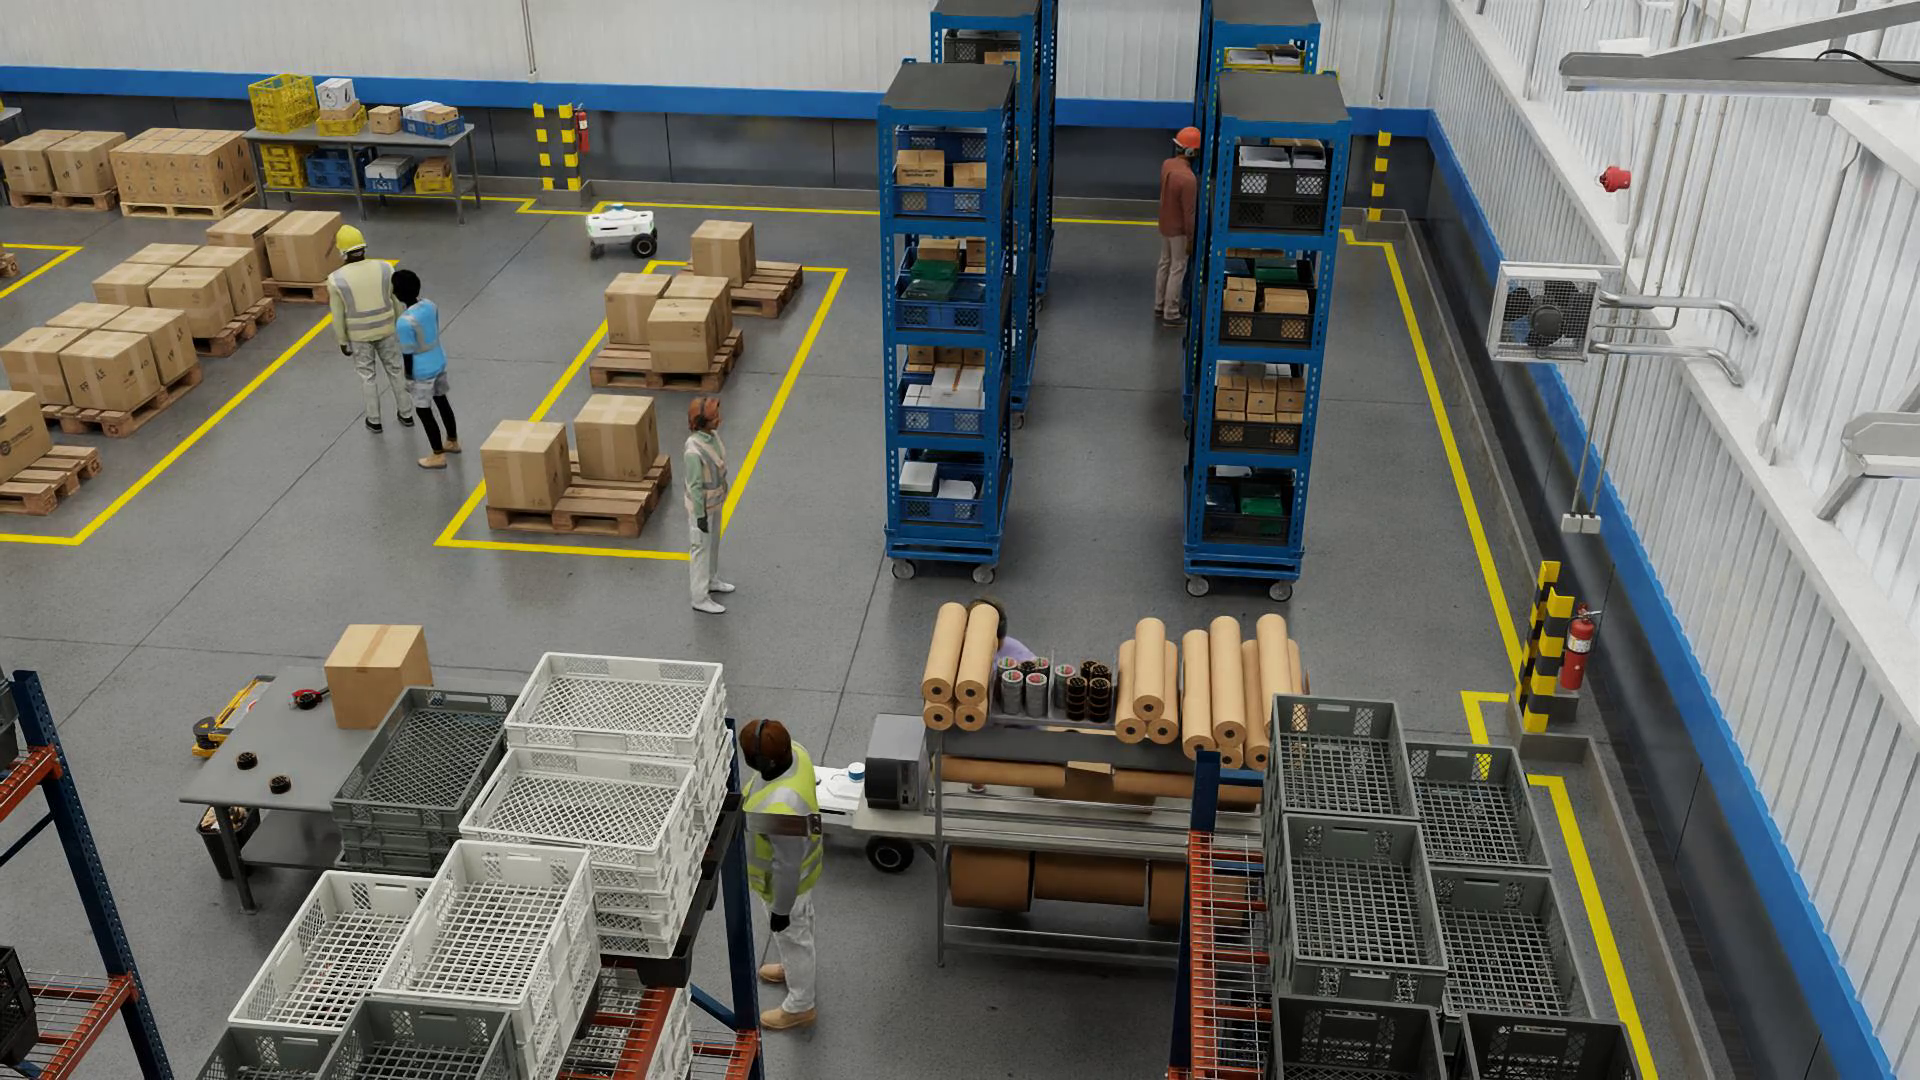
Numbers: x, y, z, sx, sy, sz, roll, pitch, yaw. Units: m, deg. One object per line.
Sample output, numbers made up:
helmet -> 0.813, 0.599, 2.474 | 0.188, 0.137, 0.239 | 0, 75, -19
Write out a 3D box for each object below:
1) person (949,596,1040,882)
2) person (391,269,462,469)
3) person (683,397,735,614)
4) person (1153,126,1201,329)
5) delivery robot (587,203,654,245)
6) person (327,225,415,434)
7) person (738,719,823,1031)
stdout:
person -> 0.149, 1.117, 9.099 | 0.625, 1.931, 0.370 | 15, 34, 25
person -> -4.399, -1.409, 13.667 | 0.319, 1.692, 0.540 | 6, 31, 10
person -> -1.781, -0.259, 11.753 | 0.315, 1.632, 0.515 | 5, 31, 9
person -> 2.135, -3.040, 16.181 | 0.413, 1.984, 0.624 | -10, 32, -17
delivery robot -> -3.709, -3.440, 18.184 | 0.707, 0.478, 0.477 | -5, 31, -8
person -> -5.042, -1.802, 14.214 | 0.591, 1.827, 0.403 | -18, 35, -28
person -> -0.893, 1.648, 8.274 | 0.430, 1.837, 0.621 | -1, 30, -2
